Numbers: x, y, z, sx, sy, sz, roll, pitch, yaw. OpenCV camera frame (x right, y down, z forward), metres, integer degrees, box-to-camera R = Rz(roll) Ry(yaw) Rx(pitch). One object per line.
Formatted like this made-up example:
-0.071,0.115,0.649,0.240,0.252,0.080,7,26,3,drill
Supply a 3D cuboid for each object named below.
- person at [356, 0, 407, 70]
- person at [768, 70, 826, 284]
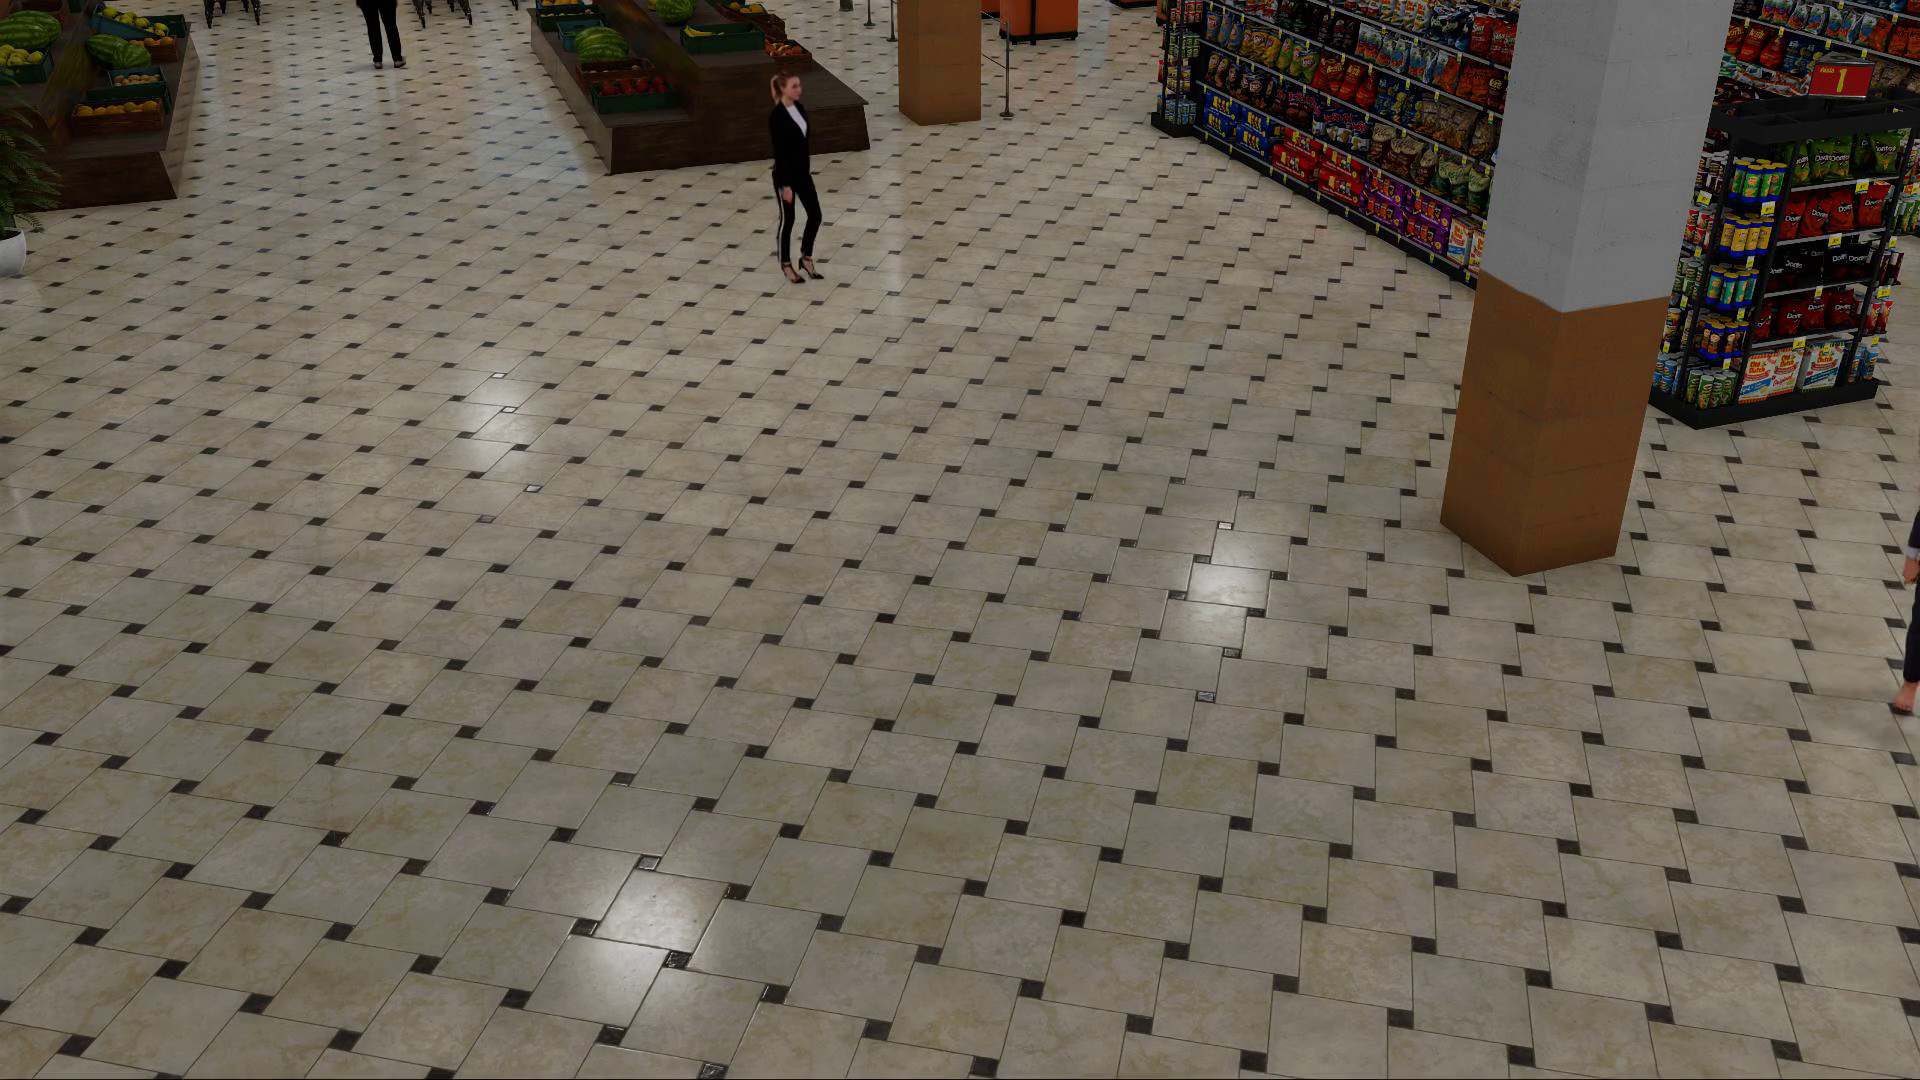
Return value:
-6.896,-6.410,19.647,0.691,1.616,0.681,-4,29,-8,person
-1.382,-2.822,12.999,0.792,1.690,0.747,15,32,25,person
